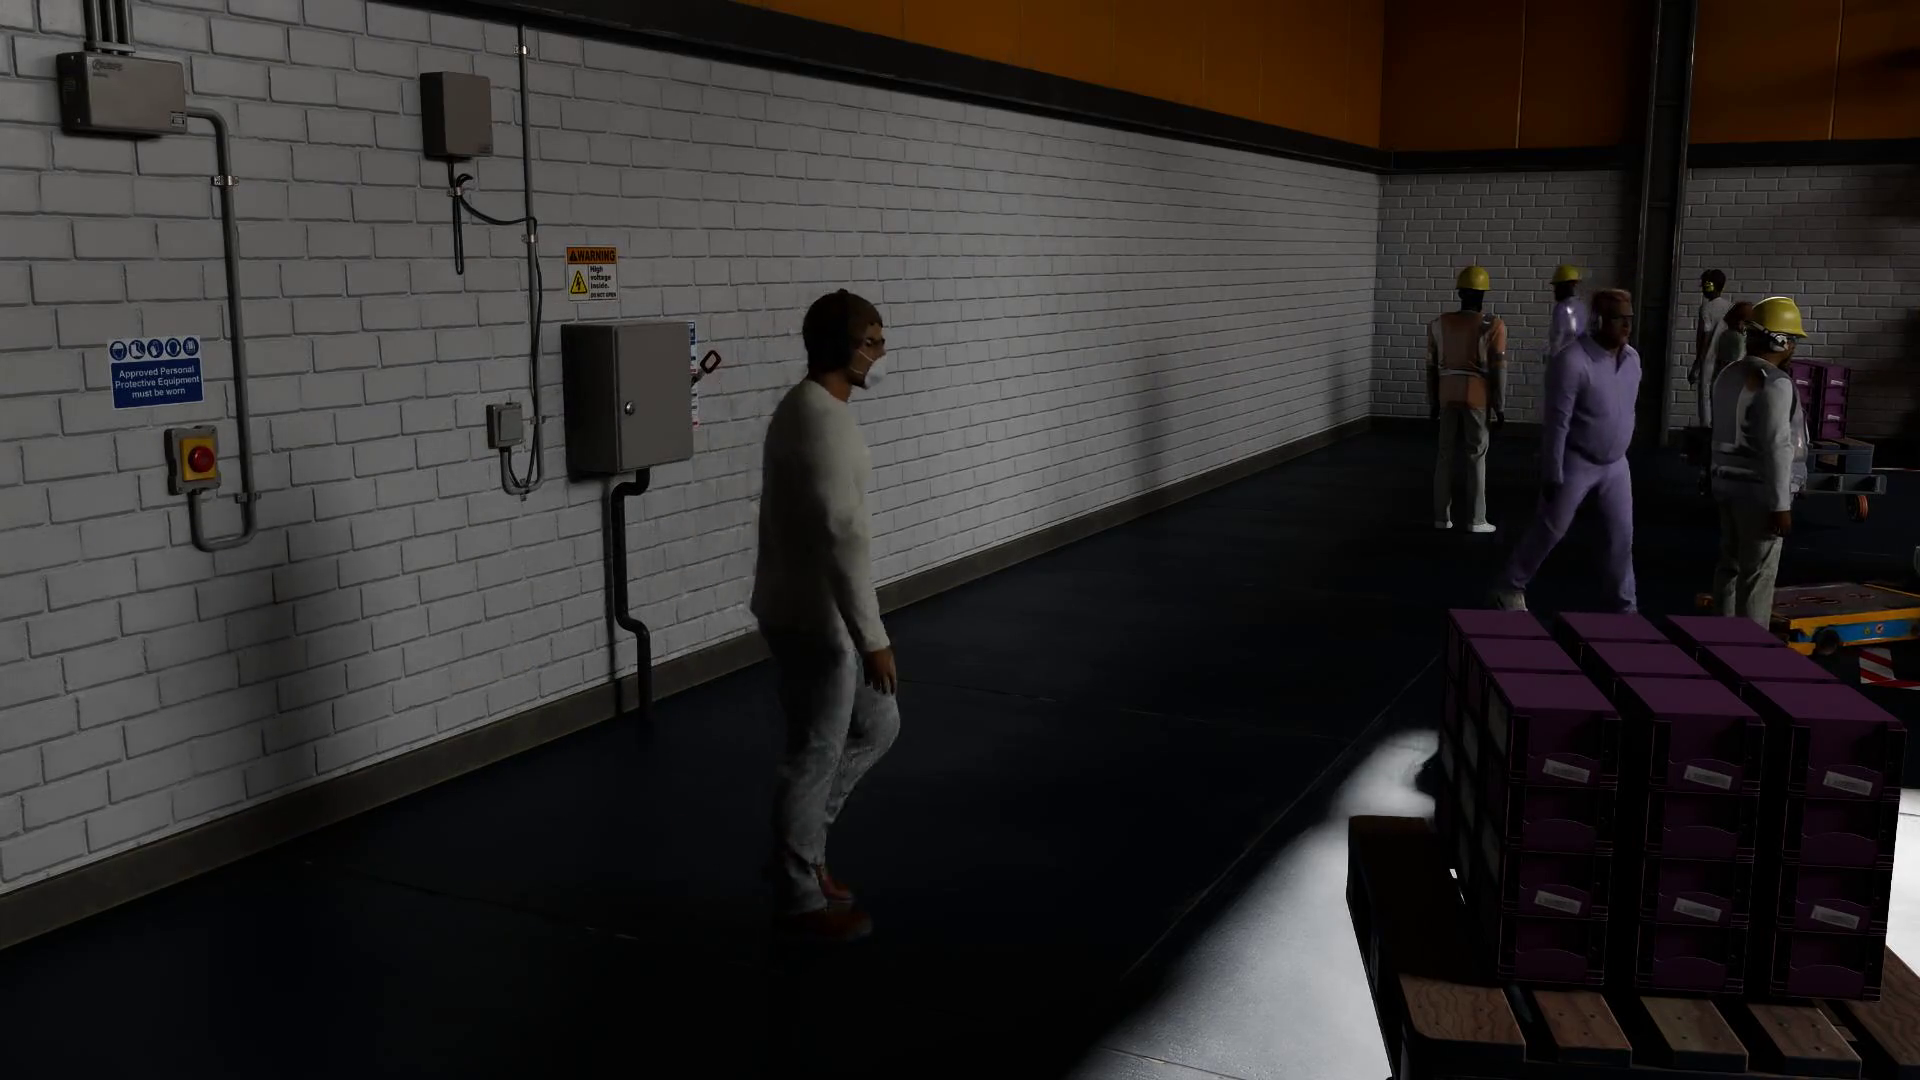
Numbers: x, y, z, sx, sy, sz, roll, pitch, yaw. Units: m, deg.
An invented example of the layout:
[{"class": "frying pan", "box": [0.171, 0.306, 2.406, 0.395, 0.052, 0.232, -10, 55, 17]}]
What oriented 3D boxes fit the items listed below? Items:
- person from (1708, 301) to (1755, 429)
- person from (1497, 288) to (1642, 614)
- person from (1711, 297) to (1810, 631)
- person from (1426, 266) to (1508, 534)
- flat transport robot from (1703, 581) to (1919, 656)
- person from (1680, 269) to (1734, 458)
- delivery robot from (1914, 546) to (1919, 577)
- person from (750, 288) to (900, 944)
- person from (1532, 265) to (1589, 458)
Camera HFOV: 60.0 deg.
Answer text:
[{"class": "person", "box": [6.570, -1.226, 14.179, 0.355, 1.609, 0.525, 0, 10, 2]}, {"class": "person", "box": [3.313, -0.426, 8.926, 0.653, 1.852, 0.961, -5, 11, -25]}, {"class": "person", "box": [3.745, -0.225, 7.827, 0.404, 1.820, 0.593, 0, 10, 1]}, {"class": "person", "box": [3.655, -1.004, 12.014, 0.587, 1.928, 0.362, 8, 12, 37]}, {"class": "flat transport robot", "box": [4.528, 0.399, 8.674, 1.431, 0.197, 0.652, -3, 10, -18]}, {"class": "person", "box": [7.345, -1.714, 16.312, 0.516, 1.865, 0.329, -6, 12, -33]}, {"class": "delivery robot", "box": [5.556, 0.165, 8.943, 0.477, 0.478, 0.707, -9, 13, -41]}, {"class": "person", "box": [-0.382, 0.238, 4.846, 0.467, 1.919, 0.648, 0, 10, -3]}, {"class": "person", "box": [5.951, -1.718, 16.220, 0.547, 1.906, 0.590, 8, 13, 38]}]
